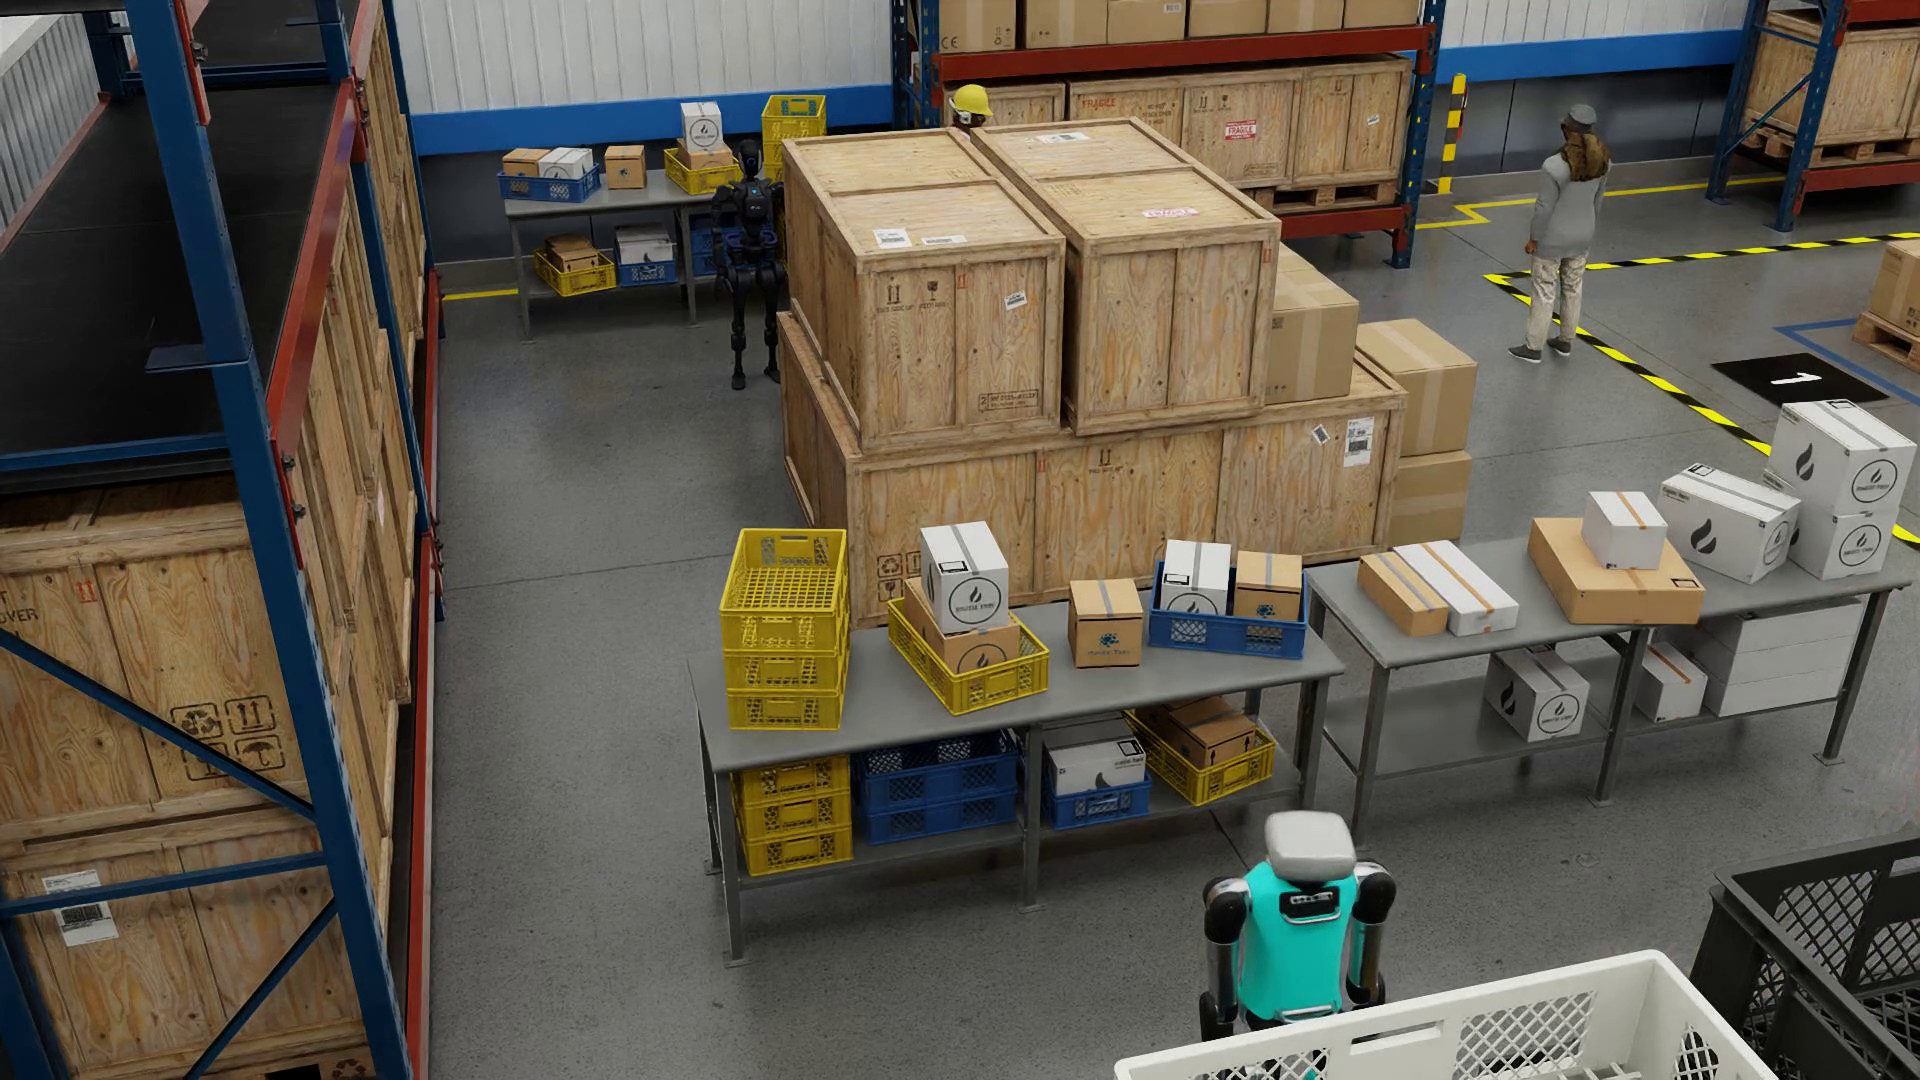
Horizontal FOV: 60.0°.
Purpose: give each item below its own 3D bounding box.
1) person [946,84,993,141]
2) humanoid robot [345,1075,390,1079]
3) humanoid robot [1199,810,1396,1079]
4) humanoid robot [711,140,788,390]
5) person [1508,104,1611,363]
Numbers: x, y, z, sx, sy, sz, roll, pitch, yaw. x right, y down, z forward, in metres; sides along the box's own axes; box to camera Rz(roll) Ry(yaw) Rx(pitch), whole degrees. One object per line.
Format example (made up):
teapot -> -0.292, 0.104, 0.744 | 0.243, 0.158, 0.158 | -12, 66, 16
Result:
person -> 0.048, -2.253, 11.595 | 0.403, 1.822, 0.588 | -4, 29, -8
humanoid robot -> -1.465, 1.961, 4.097 | 0.496, 1.638, 0.609 | -2, 29, -4
humanoid robot -> 0.966, 1.604, 4.582 | 0.533, 1.690, 0.740 | -5, 29, -9
humanoid robot -> -1.340, -1.808, 10.922 | 0.599, 1.657, 0.315 | -10, 30, -17
person -> 4.103, -2.075, 11.326 | 0.571, 1.767, 0.401 | -13, 31, -22
